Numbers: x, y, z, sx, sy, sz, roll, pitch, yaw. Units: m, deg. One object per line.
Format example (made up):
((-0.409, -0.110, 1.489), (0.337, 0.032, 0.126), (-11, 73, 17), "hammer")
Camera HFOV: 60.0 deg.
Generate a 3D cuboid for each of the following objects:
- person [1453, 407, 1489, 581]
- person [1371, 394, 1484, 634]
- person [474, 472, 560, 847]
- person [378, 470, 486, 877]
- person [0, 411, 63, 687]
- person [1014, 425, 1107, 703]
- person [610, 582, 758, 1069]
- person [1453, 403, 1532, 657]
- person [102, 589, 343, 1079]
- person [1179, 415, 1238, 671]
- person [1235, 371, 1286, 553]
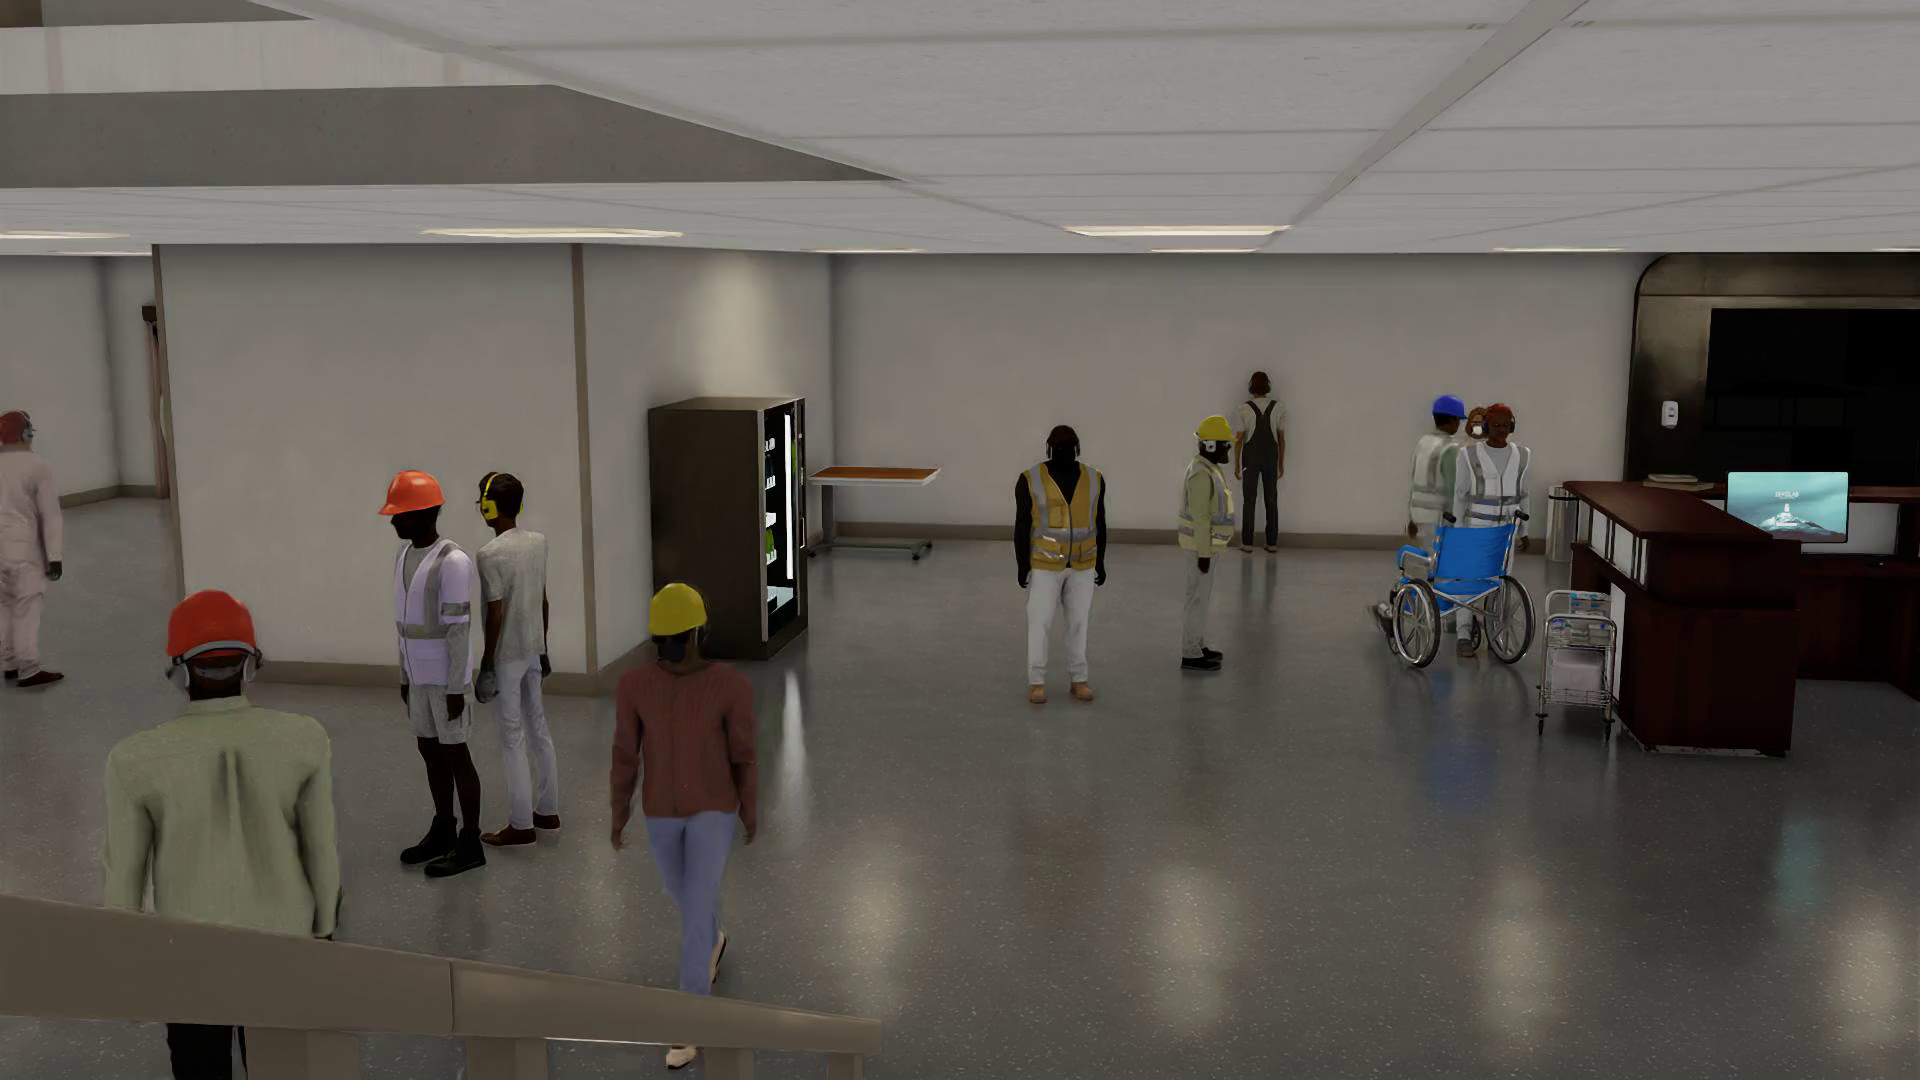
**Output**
((4.665, -0.391, 15.049), (0.504, 1.628, 0.285), (6, 11, 32), "person")
((3.644, -0.175, 12.906), (0.909, 1.916, 0.649), (-1, 9, -8), "person")
((-2.215, 0.591, 8.237), (0.309, 1.864, 0.535), (4, 10, 21), "person")
((-2.503, 0.626, 7.849), (0.539, 1.929, 0.389), (8, 12, 39), "person")
((-6.481, 0.060, 11.504), (0.662, 1.880, 0.581), (1, 9, 9), "person")
((0.674, 0.158, 10.985), (0.634, 1.842, 0.429), (-2, 9, -12), "person")
((-1.017, 0.980, 6.269), (0.535, 1.725, 0.877), (1, 9, 9), "person")
((3.915, -0.071, 12.259), (0.582, 1.882, 0.338), (-1, 9, -5), "person")
((-2.027, 1.128, 4.655), (0.614, 1.967, 0.890), (-7, 11, -36), "person")
((1.770, 0.018, 11.917), (0.405, 1.823, 0.589), (2, 9, 12), "person")
((3.018, -0.777, 16.770), (0.510, 1.842, 0.354), (0, 9, 0), "person")
